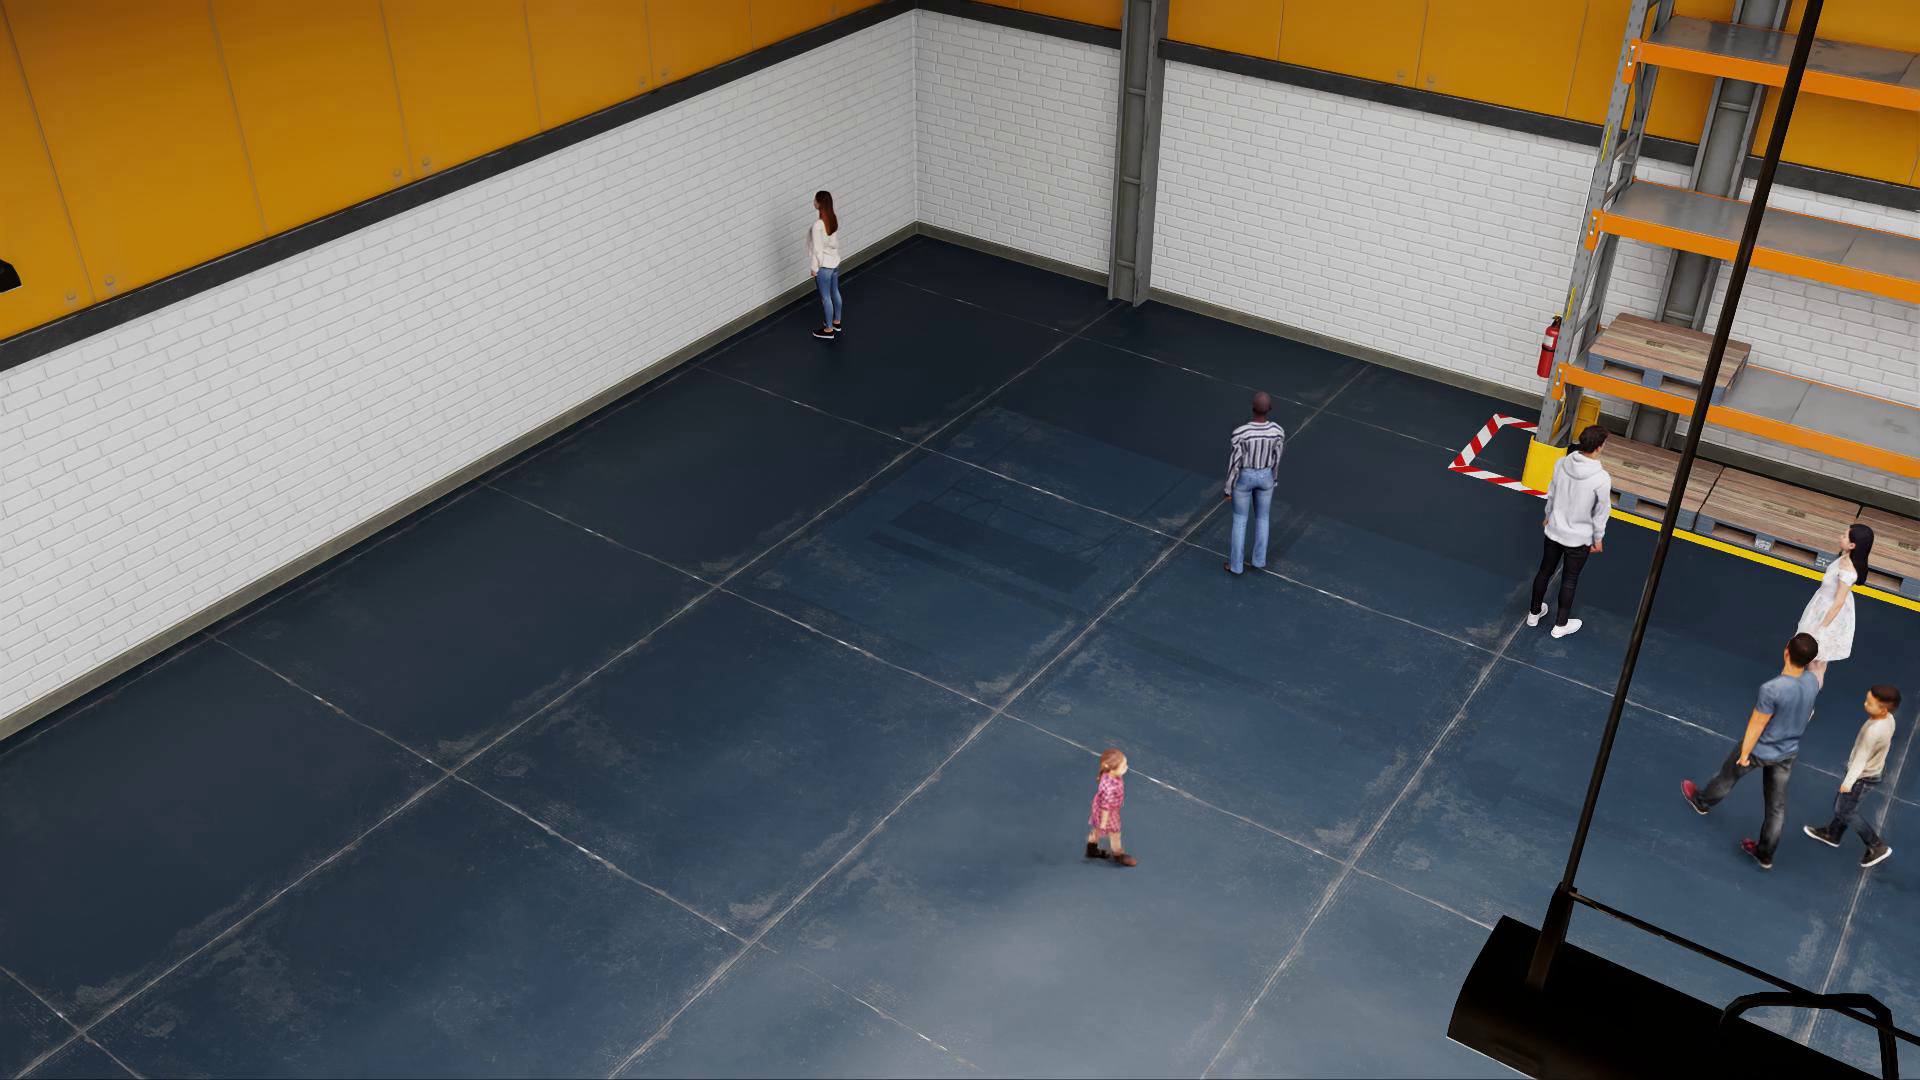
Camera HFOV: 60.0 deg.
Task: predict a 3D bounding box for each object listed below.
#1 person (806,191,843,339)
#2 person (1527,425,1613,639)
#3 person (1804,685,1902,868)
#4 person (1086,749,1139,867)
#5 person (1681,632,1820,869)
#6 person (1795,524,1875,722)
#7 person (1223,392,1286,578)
[{"bbox_3d":[-1.472,-3.048,18.334,0.596,1.692,0.650,15,36,21],"label":"person"},{"bbox_3d":[5.011,-0.086,13.666,0.788,1.929,0.583,-27,42,-35],"label":"person"},{"bbox_3d":[6.314,1.639,11.498,0.774,1.455,0.575,20,39,27],"label":"person"},{"bbox_3d":[0.976,1.852,11.579,0.662,1.010,0.574,1,34,2],"label":"person"},{"bbox_3d":[5.645,1.490,11.444,1.074,1.762,1.198,-10,35,-14],"label":"person"},{"bbox_3d":[6.641,0.630,12.728,0.631,1.775,0.647,19,38,26],"label":"person"},{"bbox_3d":[2.534,-0.473,14.367,0.692,1.796,0.745,-7,34,-10],"label":"person"}]
